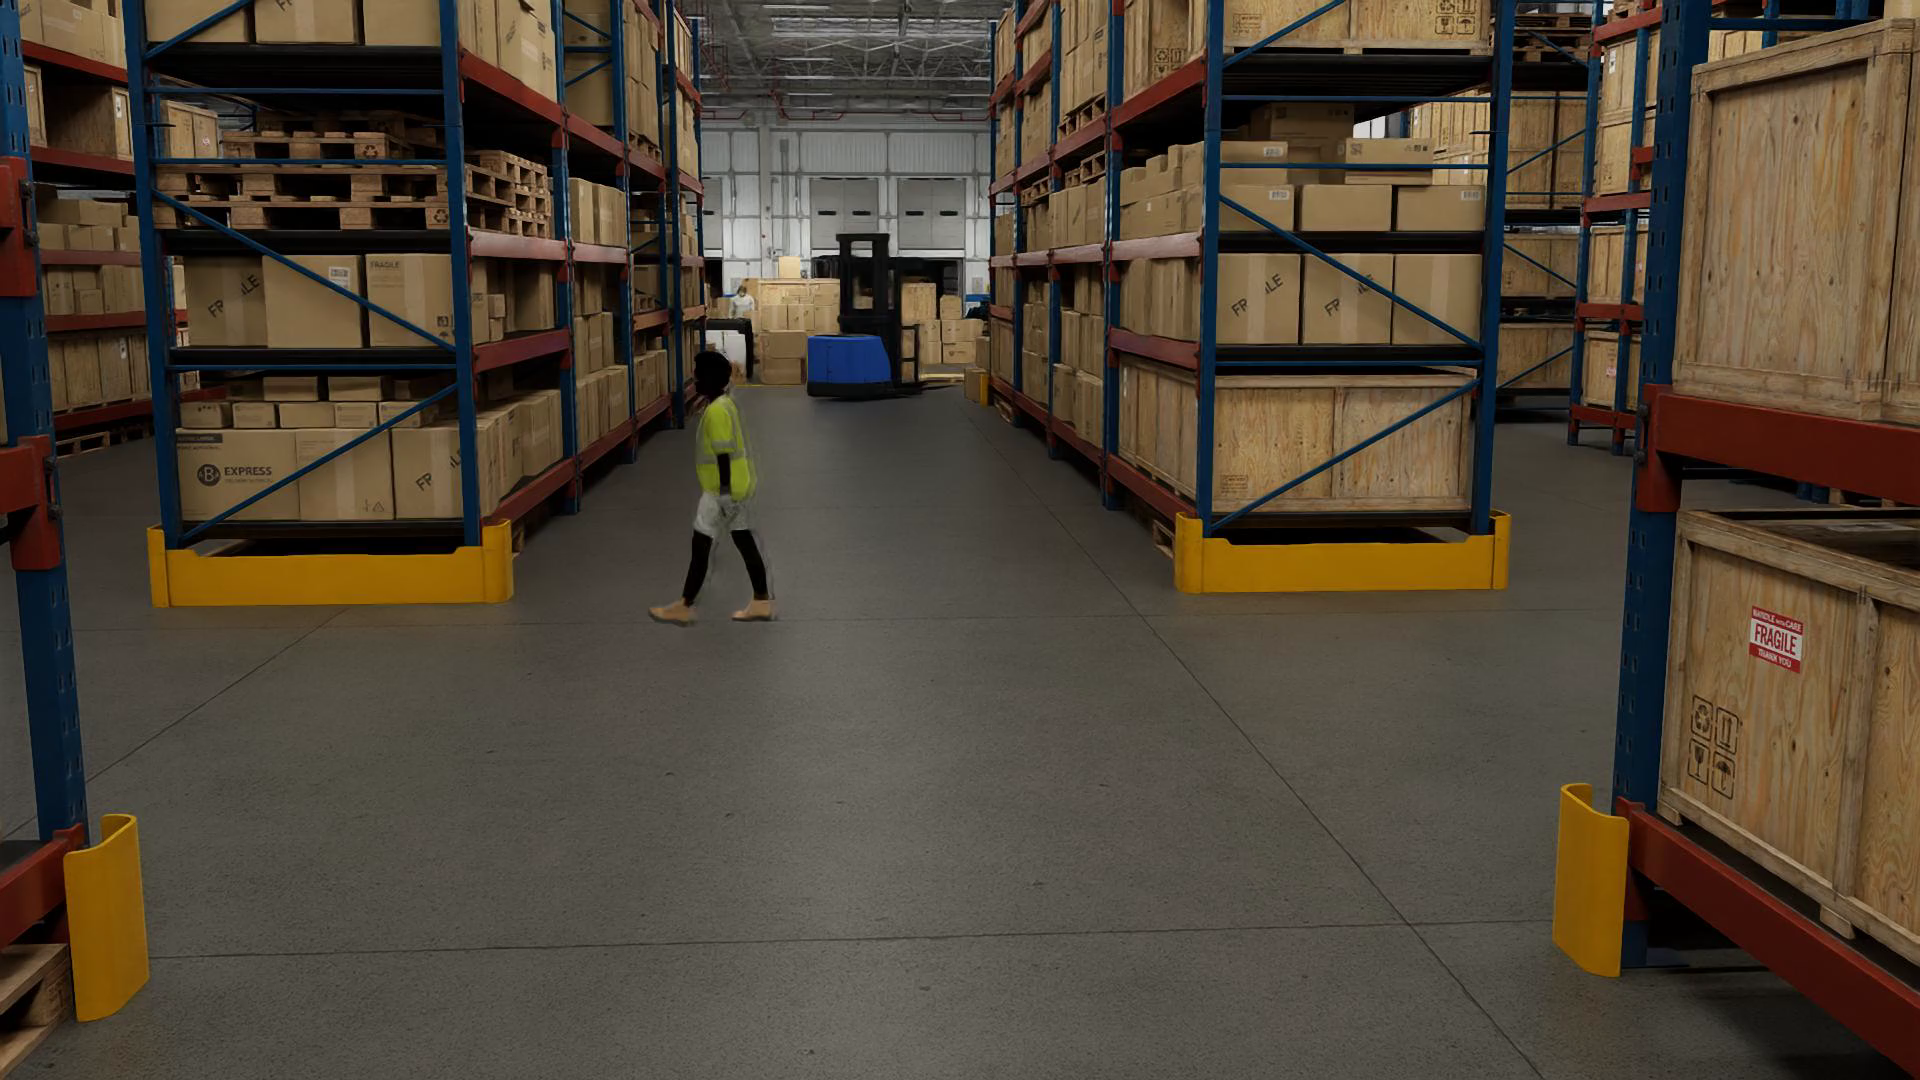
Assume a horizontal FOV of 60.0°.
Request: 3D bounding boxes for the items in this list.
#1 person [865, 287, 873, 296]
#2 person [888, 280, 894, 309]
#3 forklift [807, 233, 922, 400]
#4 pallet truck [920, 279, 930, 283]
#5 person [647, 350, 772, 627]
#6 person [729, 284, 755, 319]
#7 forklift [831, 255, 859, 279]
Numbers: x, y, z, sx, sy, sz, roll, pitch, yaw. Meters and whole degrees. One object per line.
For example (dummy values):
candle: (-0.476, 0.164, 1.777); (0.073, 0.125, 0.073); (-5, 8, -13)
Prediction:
person: (-2.053, -4.849, 38.028); (0.429, 1.843, 0.628); (-4, 10, -26)
person: (-2.504, -8.780, 62.453); (0.592, 1.922, 0.379); (7, 11, 36)
forklift: (-1.664, -3.842, 28.454); (1.129, 2.768, 1.873); (7, 11, 36)
pallet truck: (-0.932, -8.922, 63.114); (1.885, 1.965, 0.823); (2, 9, 13)
person: (-1.522, -0.304, 10.042); (0.815, 1.655, 0.552); (0, 9, -2)
person: (-5.617, -5.657, 42.985); (0.673, 1.927, 0.706); (-1, 9, -4)
forklift: (-3.984, -8.555, 58.051); (1.129, 2.768, 1.873); (-5, 10, -30)
